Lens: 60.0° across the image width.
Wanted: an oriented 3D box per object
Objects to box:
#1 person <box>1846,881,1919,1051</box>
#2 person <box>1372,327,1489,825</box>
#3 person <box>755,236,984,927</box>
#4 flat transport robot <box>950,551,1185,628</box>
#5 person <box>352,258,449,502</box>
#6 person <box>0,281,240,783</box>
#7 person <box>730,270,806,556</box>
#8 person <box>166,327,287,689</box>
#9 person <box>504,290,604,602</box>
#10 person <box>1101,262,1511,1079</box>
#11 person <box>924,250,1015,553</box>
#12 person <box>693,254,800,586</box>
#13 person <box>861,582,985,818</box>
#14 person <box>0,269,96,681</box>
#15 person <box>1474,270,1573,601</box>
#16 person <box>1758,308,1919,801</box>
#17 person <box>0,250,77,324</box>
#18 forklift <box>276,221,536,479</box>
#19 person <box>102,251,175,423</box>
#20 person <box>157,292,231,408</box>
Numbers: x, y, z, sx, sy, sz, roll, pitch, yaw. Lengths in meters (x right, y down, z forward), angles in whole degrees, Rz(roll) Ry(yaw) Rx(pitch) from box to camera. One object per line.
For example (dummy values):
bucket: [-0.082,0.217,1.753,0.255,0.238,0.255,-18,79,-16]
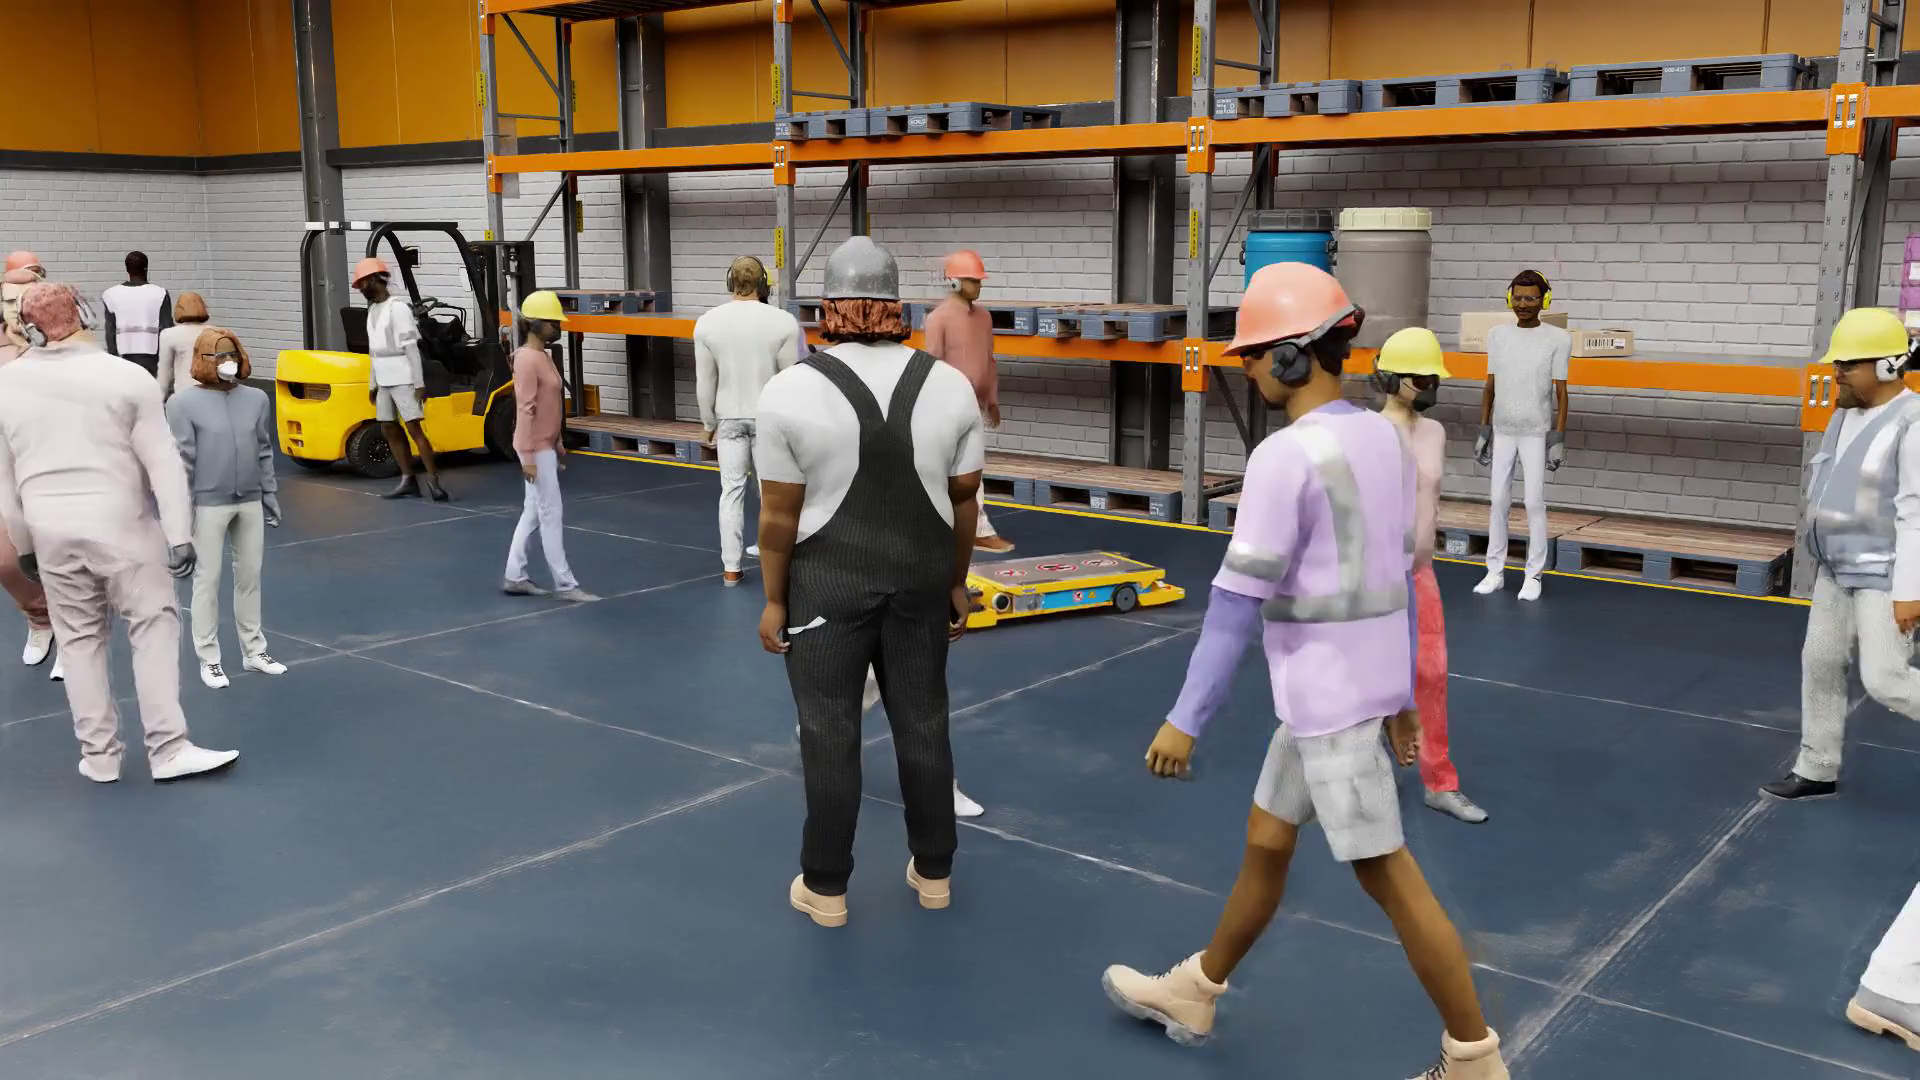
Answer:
person: [2.646,0.427,3.863,0.991,1.831,0.582,8,13,36]
person: [1.514,0.094,5.994,0.552,1.723,0.884,-7,12,-33]
person: [-0.298,0.117,4.982,0.687,2.000,0.535,-4,11,-21]
flat transport robot: [0.467,0.252,9.138,1.431,0.197,0.652,-6,12,-29]
person: [-4.317,-1.224,12.857,0.778,1.881,0.412,8,13,37]
person: [-3.176,-0.020,6.234,0.789,1.878,0.400,-1,10,-3]
person: [-1.153,-0.758,10.290,0.602,1.889,0.835,-9,14,-42]
person: [-3.349,-0.155,7.617,0.285,1.633,0.497,7,12,34]
person: [-2.334,-0.517,9.322,0.514,1.760,0.545,-1,10,-3]
person: [0.844,0.360,3.857,1.083,1.980,0.637,6,12,32]
person: [-0.038,-0.921,10.958,0.923,1.967,0.616,7,13,35]
person: [-1.223,-0.685,9.713,0.630,1.940,0.373,1,10,3]
person: [-0.273,0.152,5.996,0.827,1.601,0.501,6,12,30]
person: [-4.240,-0.289,7.643,0.673,1.889,0.418,-2,10,-10]
person: [3.168,-0.590,9.415,0.509,1.860,0.334,9,13,40]
person: [3.311,0.090,5.843,0.724,1.803,0.589,0,10,-2]
person: [-6.740,-1.140,12.210,0.618,1.952,0.831,-3,11,-19]
forklift: [-4.922,-1.741,14.854,1.214,2.155,2.313,8,13,38]
person: [-7.595,-1.702,15.459,0.613,1.926,0.410,-2,10,-9]
person: [-6.071,-1.150,13.169,0.506,1.615,0.553,-9,14,-41]
